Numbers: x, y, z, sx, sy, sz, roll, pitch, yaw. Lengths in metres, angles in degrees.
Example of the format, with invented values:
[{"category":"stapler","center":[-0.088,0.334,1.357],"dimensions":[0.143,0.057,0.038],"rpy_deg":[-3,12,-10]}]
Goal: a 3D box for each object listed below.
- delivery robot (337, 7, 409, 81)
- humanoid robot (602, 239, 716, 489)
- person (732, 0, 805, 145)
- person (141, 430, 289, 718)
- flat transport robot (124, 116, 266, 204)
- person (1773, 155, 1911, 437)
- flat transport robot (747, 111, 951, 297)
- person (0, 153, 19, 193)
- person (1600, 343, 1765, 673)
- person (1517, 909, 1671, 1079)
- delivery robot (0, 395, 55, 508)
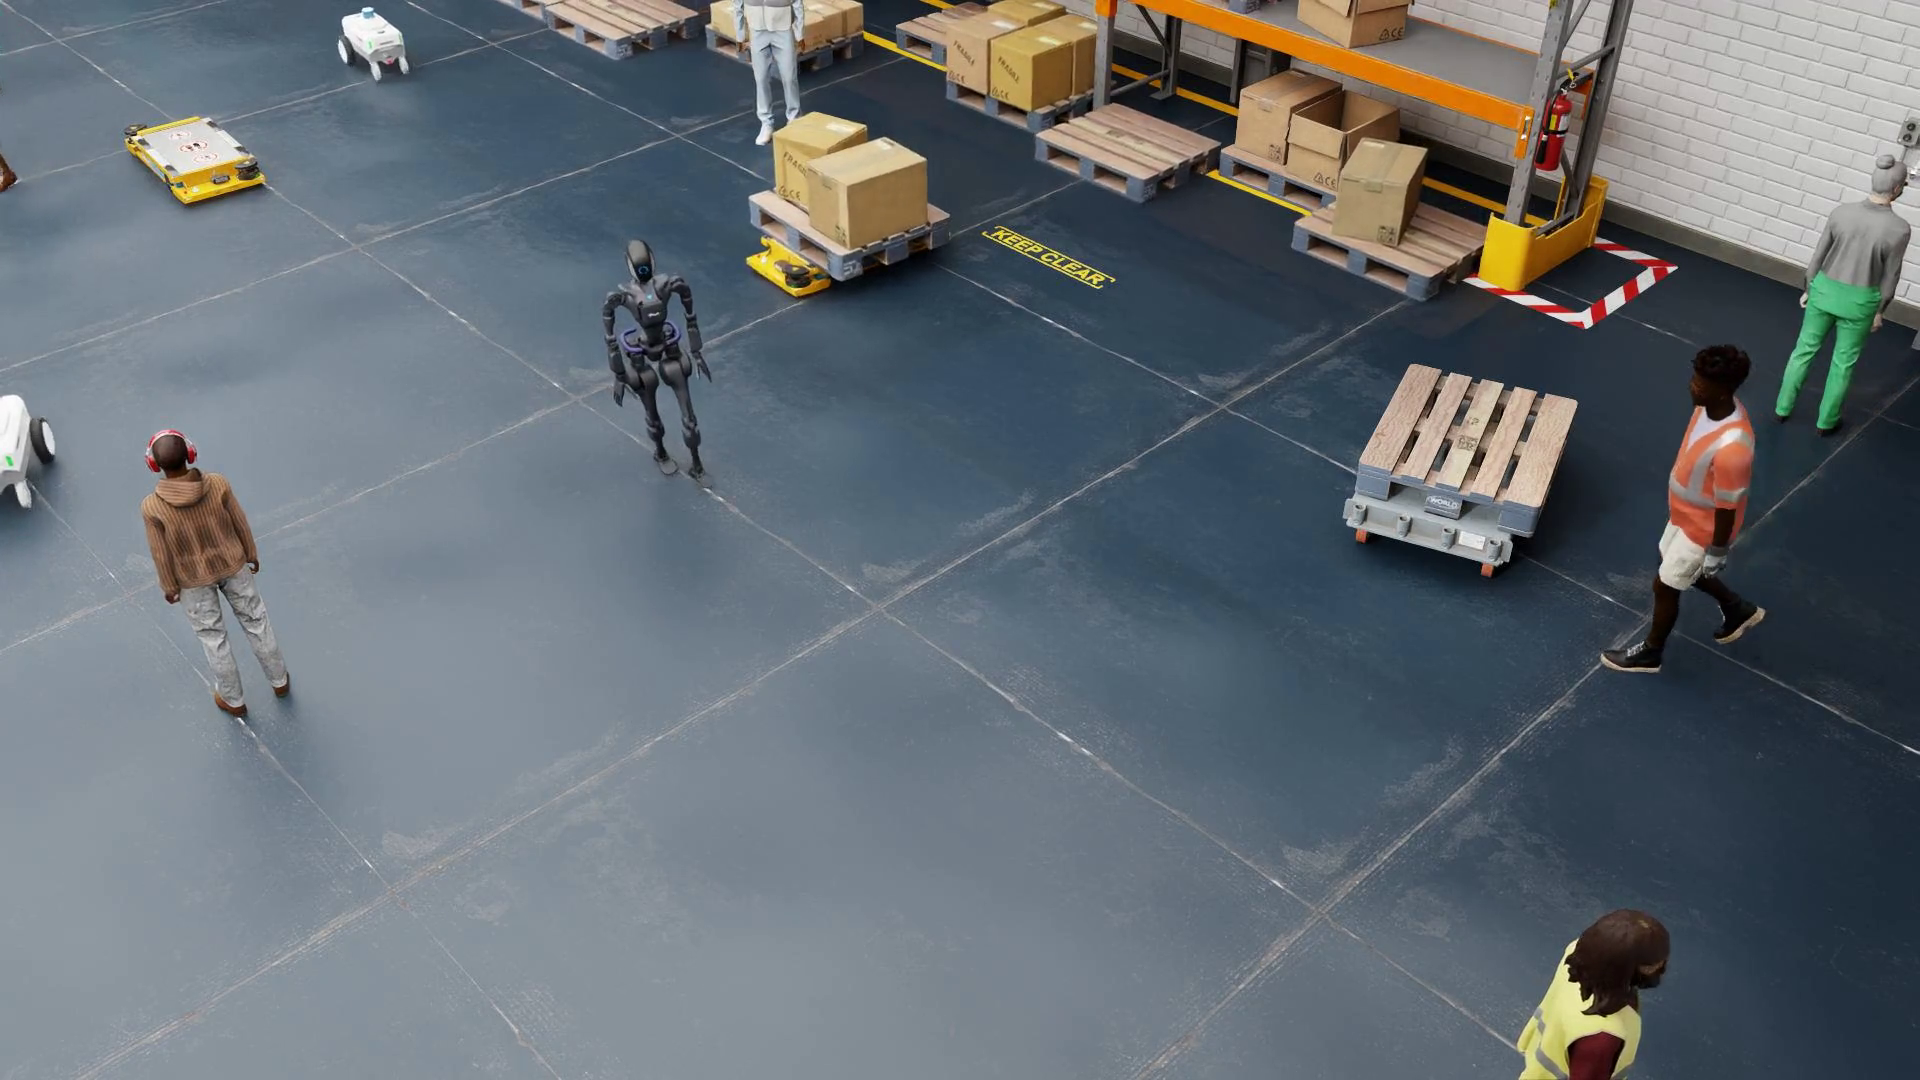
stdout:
[{"category":"delivery robot","center":[-5.437,-4.645,15.421],"dimensions":[0.499,0.564,0.744],"rpy_deg":[-24,43,-29]},{"category":"humanoid robot","center":[-1.763,-1.041,9.750],"dimensions":[0.594,1.636,0.540],"rpy_deg":[-17,40,-21]},{"category":"person","center":[-1.572,-4.205,13.747],"dimensions":[0.596,1.907,0.410],"rpy_deg":[2,37,3]},{"category":"person","center":[-3.664,0.174,8.152],"dimensions":[0.474,1.651,0.321],"rpy_deg":[-27,45,-31]},{"category":"flat transport robot","center":[-6.335,-3.169,13.728],"dimensions":[0.659,0.231,1.431],"rpy_deg":[-26,44,-30]},{"category":"person","center":[5.436,-1.498,10.205],"dimensions":[0.513,1.852,0.347],"rpy_deg":[29,46,33]},{"category":"flat transport robot","center":[-0.819,-2.217,12.469],"dimensions":[1.431,0.231,0.659],"rpy_deg":[-26,44,-30]},{"category":"person","center":[-7.828,-3.436,12.797],"dimensions":[0.506,1.818,0.824],"rpy_deg":[10,38,13]},{"category":"person","center":[3.785,-0.109,8.301],"dimensions":[0.707,1.940,0.609],"rpy_deg":[6,38,8]},{"category":"person","center":[2.106,1.900,5.773],"dimensions":[0.362,1.767,0.475],"rpy_deg":[9,38,11]},{"category":"delivery robot","center":[-5.821,-0.554,10.037],"dimensions":[0.499,0.604,0.806],"rpy_deg":[-11,39,-15]}]
